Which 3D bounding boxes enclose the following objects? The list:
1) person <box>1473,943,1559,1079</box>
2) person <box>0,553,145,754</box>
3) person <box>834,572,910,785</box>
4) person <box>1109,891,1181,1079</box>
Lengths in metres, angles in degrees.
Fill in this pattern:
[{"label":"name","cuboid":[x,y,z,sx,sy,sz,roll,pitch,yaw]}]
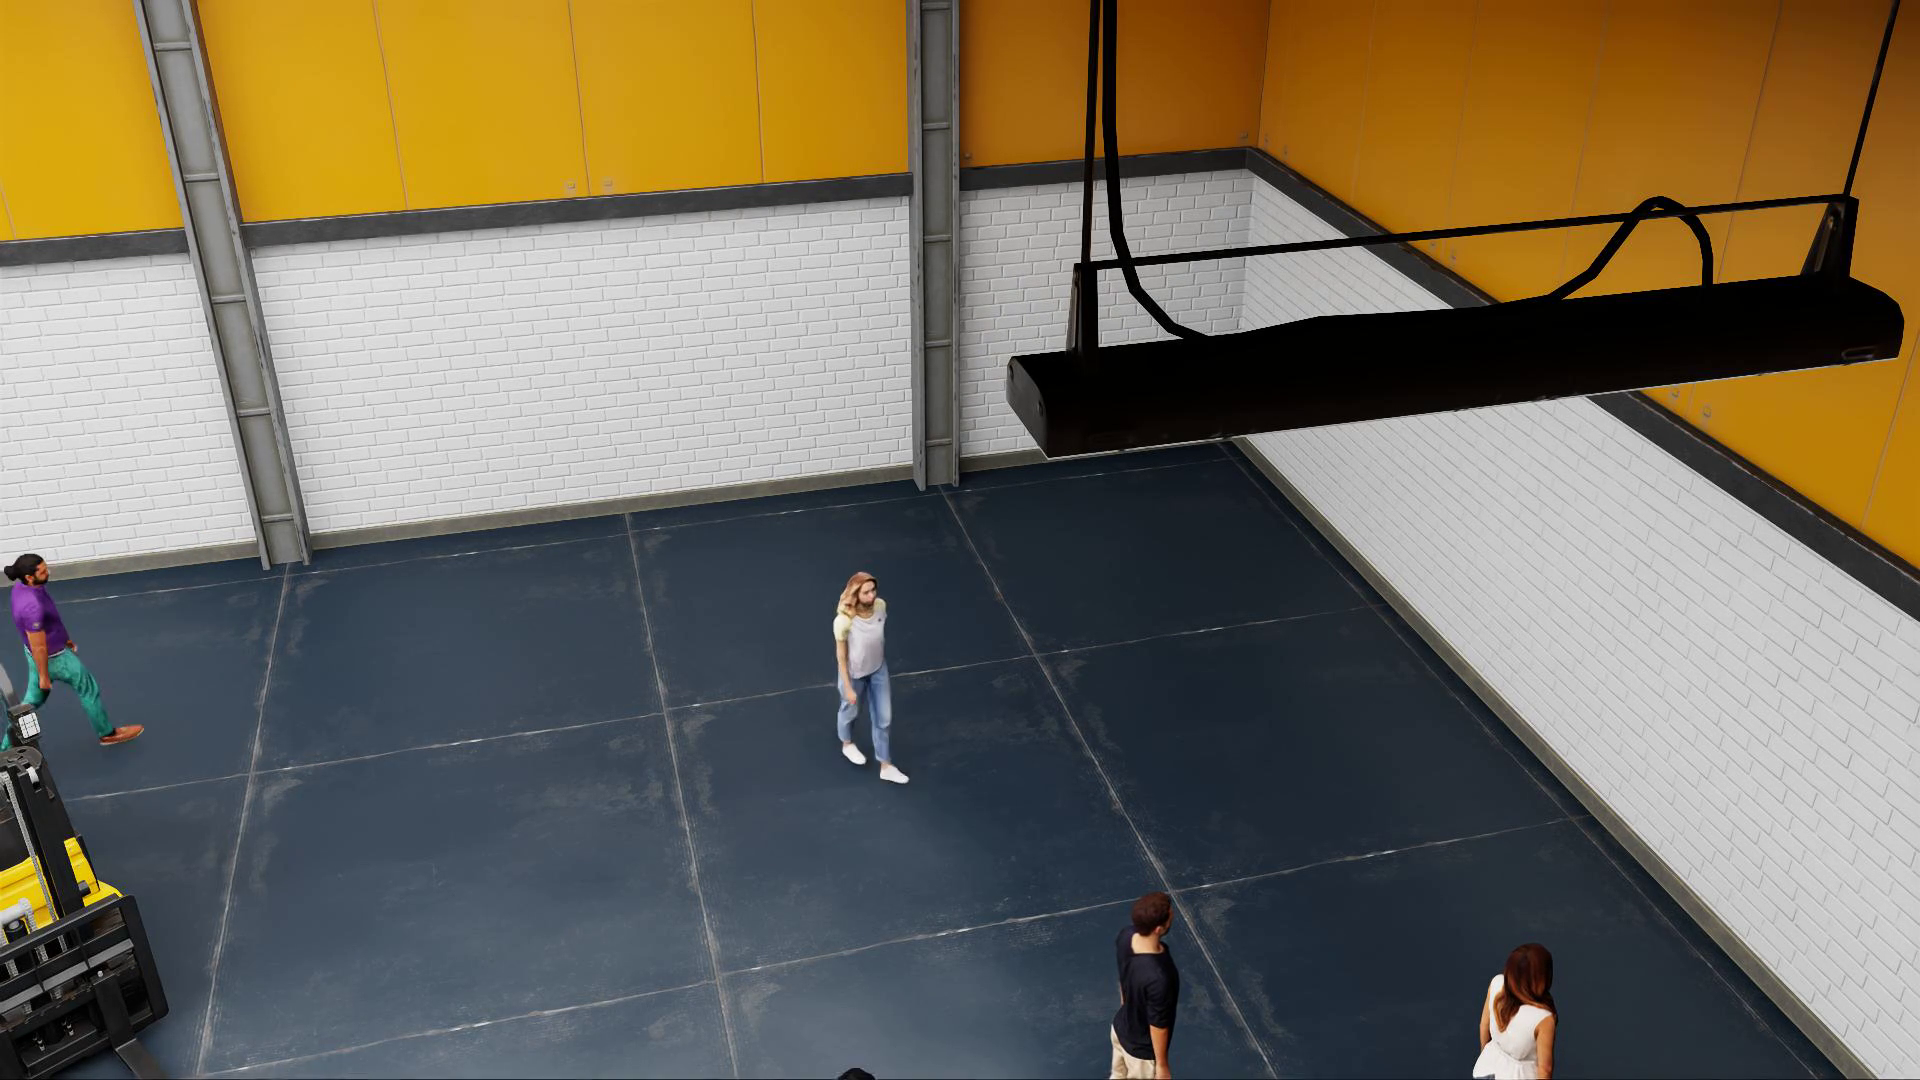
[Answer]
[{"label":"person","cuboid":[2.745,2.732,8.362,0.606,1.785,0.633,-15,32,-26]},{"label":"person","cuboid":[-6.580,0.892,11.804,1.290,1.720,1.012,-25,37,-38]},{"label":"person","cuboid":[-0.753,0.922,11.787,0.989,1.683,0.944,-23,36,-36]},{"label":"person","cuboid":[0.924,2.571,8.588,0.561,1.852,0.646,-9,30,-16]}]
